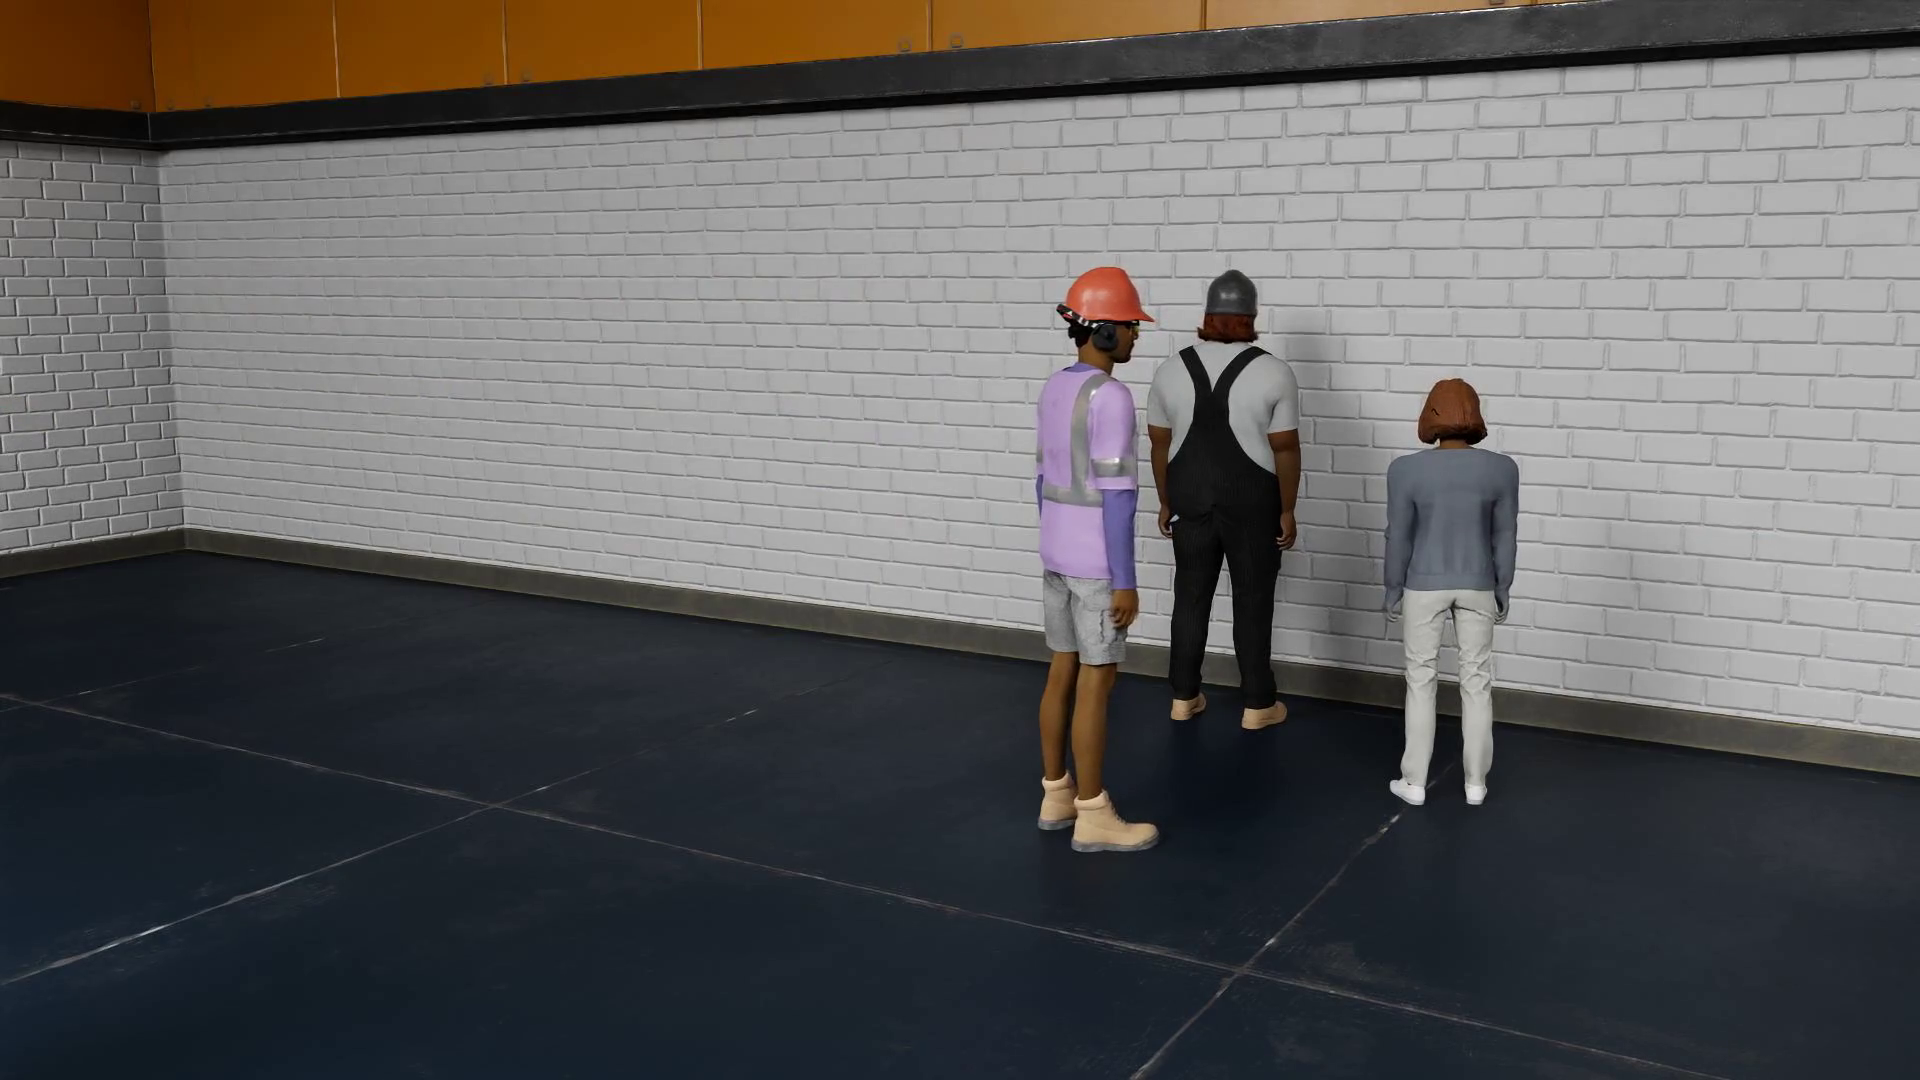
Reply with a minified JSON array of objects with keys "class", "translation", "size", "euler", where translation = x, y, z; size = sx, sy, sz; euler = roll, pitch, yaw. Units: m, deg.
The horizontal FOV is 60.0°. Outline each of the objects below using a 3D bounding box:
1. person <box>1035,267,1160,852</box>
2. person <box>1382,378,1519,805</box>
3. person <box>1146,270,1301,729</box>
[{"class":"person","translation":[0.480,0.068,5.890],"size":[0.394,2.044,0.609],"euler":[-3,10,-20]},{"class":"person","translation":[1.853,0.204,6.321],"size":[0.497,1.632,0.289],"euler":[0,9,2]},{"class":"person","translation":[1.214,-0.185,7.473],"size":[0.689,2.000,0.539],"euler":[5,10,28]}]
